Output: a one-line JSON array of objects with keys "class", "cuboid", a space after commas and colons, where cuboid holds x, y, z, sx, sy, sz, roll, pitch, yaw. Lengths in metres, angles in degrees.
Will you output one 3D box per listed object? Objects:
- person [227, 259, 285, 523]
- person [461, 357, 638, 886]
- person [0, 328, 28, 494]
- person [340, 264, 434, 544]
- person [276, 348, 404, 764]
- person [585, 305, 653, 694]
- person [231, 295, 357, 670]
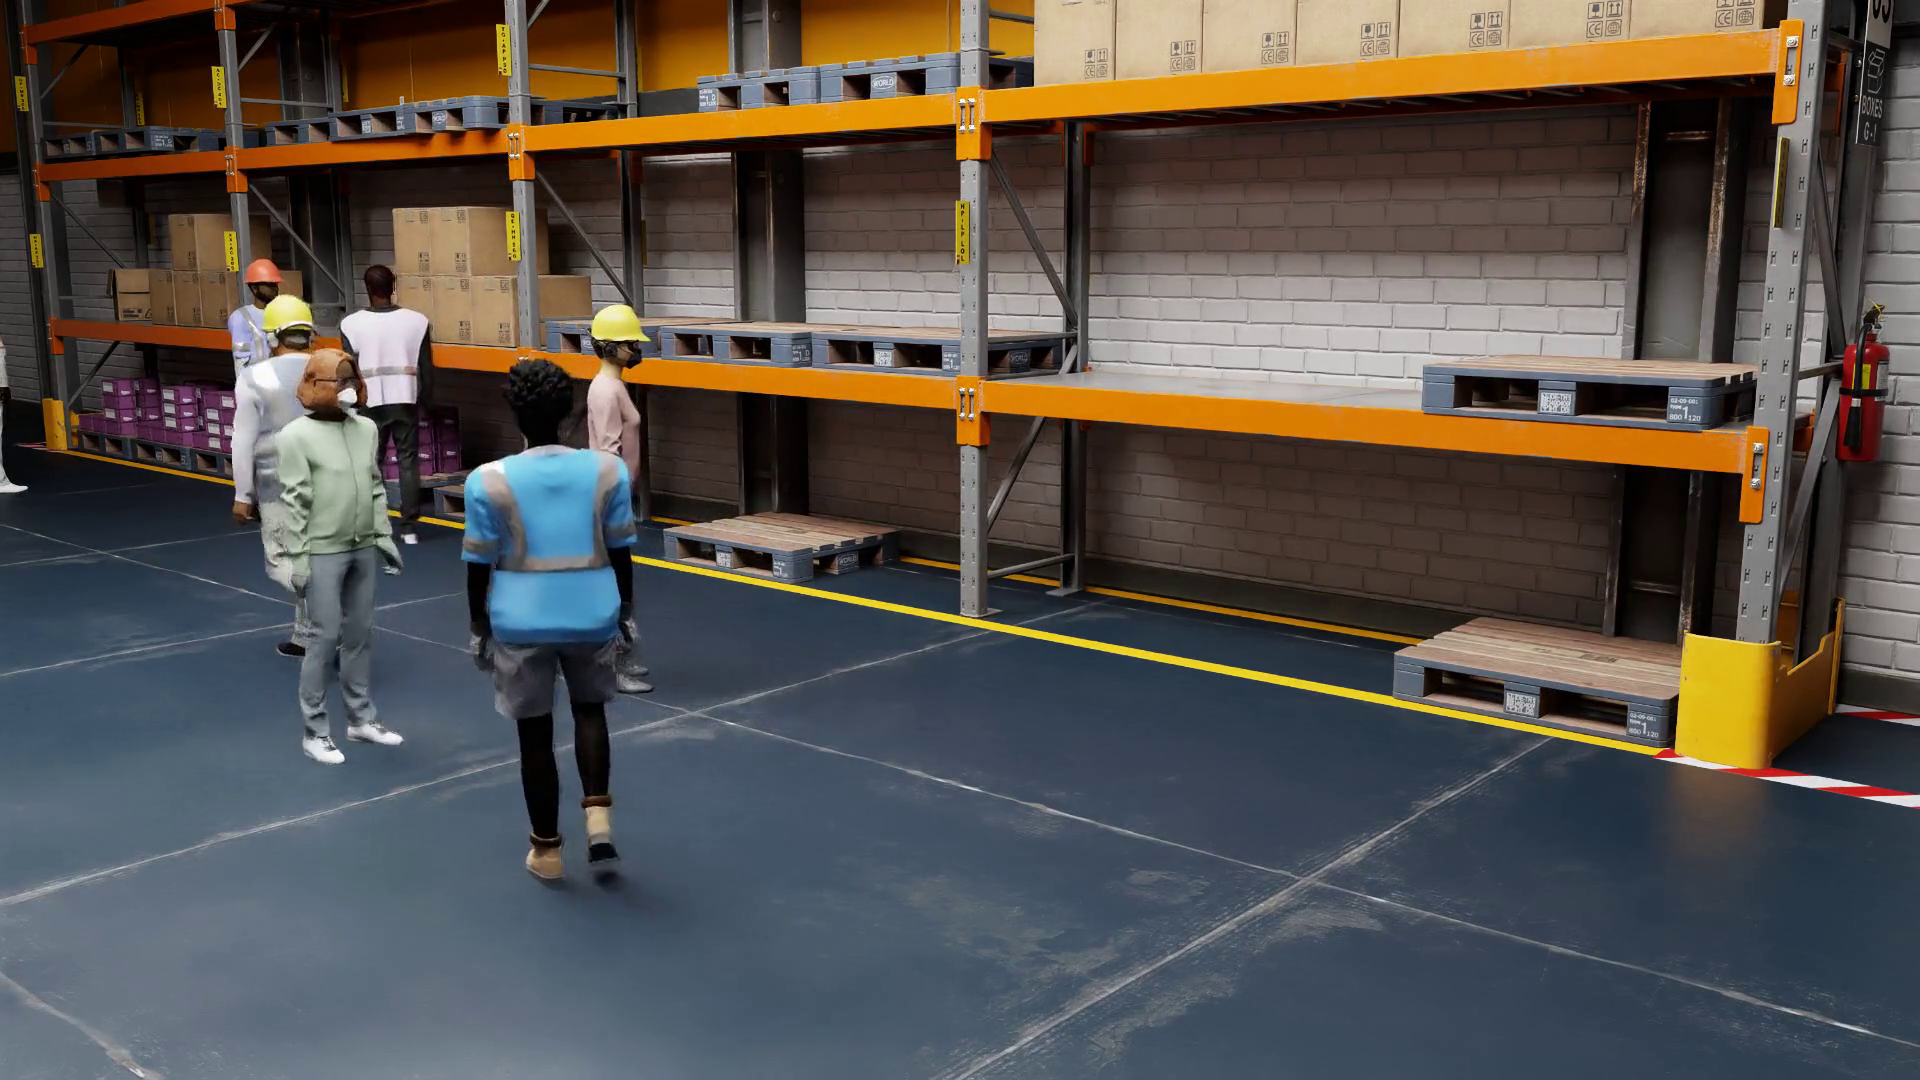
[{"class": "person", "cuboid": [-5.100, -1.096, 12.301, 0.350, 1.942, 0.545, 4, 11, 23]}, {"class": "person", "cuboid": [-1.296, 0.264, 5.277, 0.547, 1.682, 0.370, -5, 11, -26]}, {"class": "person", "cuboid": [-8.055, -1.338, 13.720, 0.594, 1.925, 0.377, 4, 11, 24]}, {"class": "person", "cuboid": [-3.897, -0.919, 11.376, 0.607, 1.911, 0.474, -5, 11, -25]}, {"class": "person", "cuboid": [-2.447, 0.055, 6.625, 0.316, 1.631, 0.528, 4, 11, 23]}, {"class": "person", "cuboid": [-1.566, -0.188, 7.636, 0.331, 1.767, 0.527, -2, 10, -10]}, {"class": "person", "cuboid": [-3.108, -0.257, 7.913, 0.716, 1.808, 0.586, 7, 12, 35]}]
